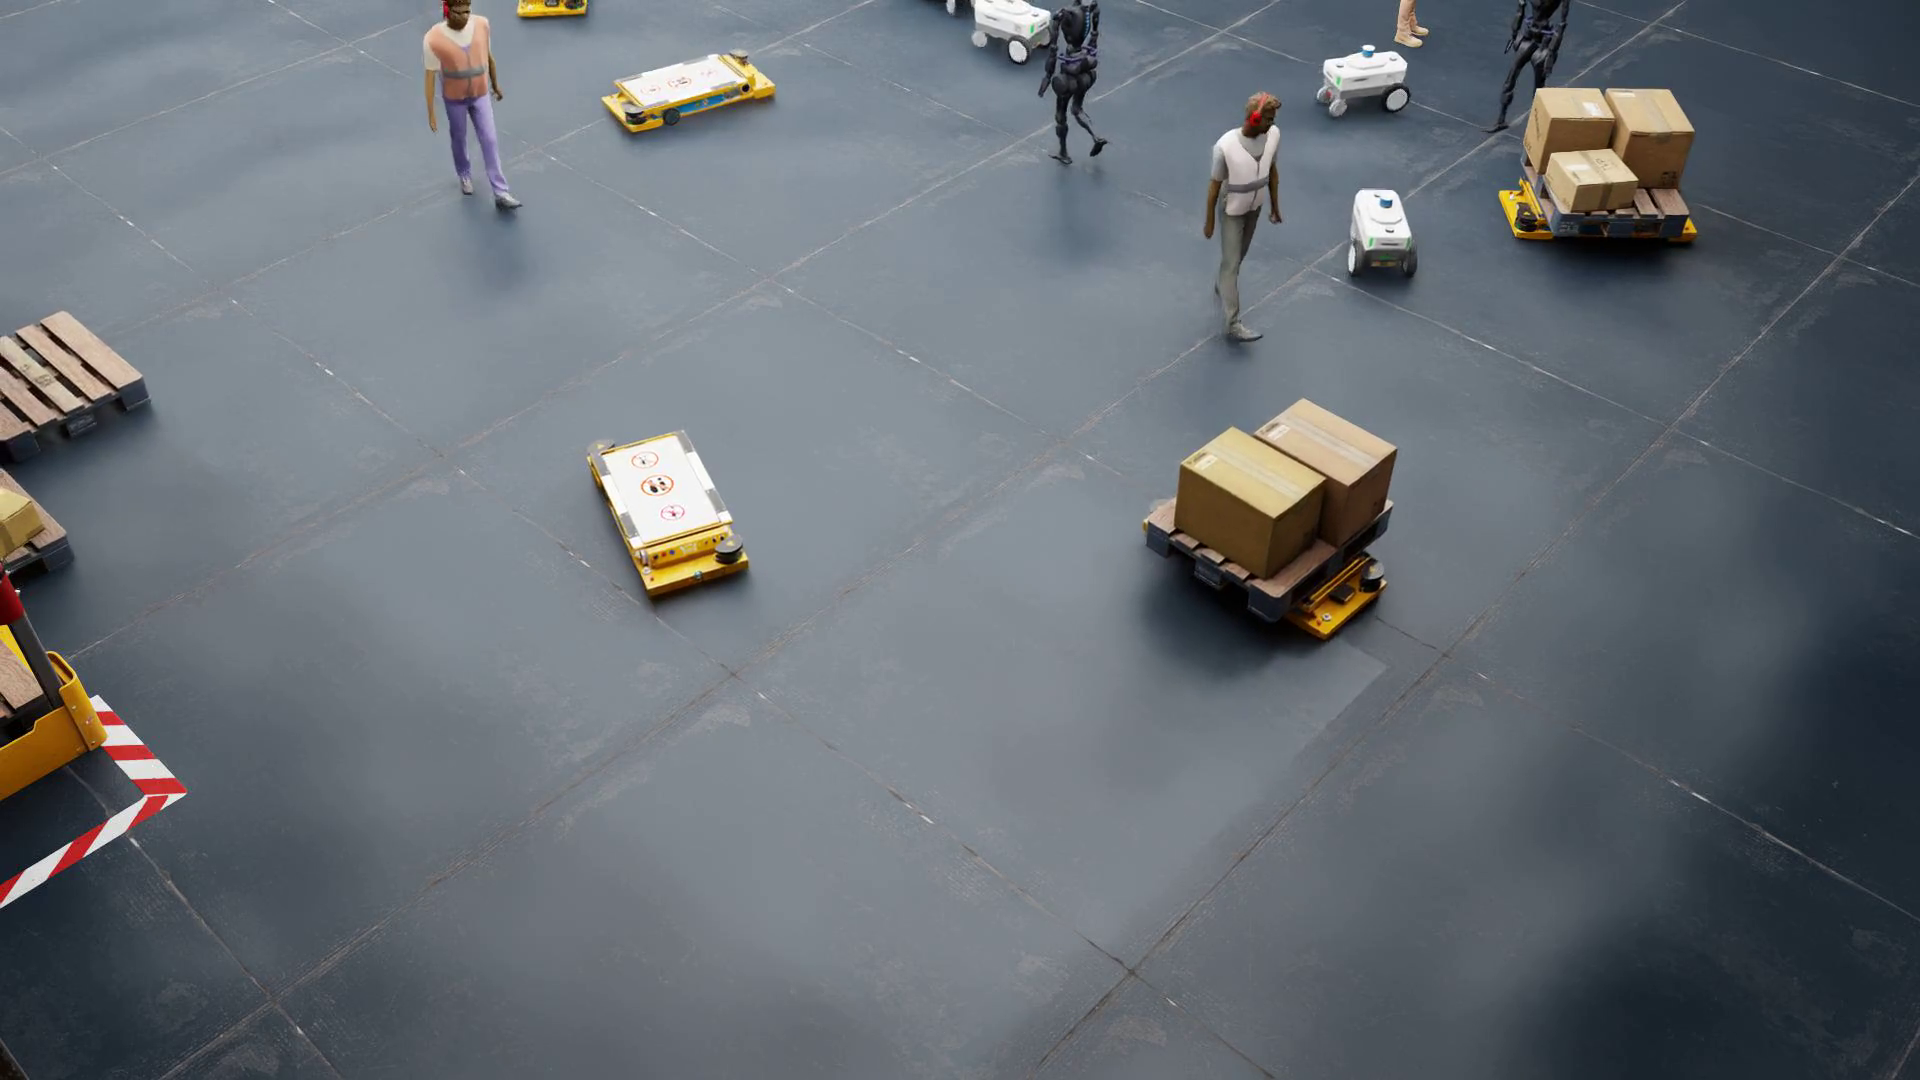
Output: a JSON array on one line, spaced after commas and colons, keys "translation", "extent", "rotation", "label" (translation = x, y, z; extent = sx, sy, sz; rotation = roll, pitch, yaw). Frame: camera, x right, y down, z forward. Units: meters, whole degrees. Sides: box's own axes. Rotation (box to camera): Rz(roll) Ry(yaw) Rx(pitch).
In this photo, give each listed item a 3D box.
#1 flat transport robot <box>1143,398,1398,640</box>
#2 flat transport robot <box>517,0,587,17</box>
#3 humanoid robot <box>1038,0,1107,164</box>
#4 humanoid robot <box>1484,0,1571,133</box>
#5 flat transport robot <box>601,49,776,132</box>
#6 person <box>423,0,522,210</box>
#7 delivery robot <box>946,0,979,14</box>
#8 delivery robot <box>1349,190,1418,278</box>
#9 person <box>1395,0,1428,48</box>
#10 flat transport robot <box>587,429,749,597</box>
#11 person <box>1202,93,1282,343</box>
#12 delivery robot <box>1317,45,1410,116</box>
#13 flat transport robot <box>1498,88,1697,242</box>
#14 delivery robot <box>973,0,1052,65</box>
[{"translation": [1.908, 0.060, 10.460], "extent": [0.659, 0.231, 1.431], "rotation": [-34, 52, -32], "label": "flat transport robot"}, {"translation": [-4.095, -5.687, 16.847], "extent": [0.659, 0.231, 1.431], "rotation": [-4, 42, -4], "label": "flat transport robot"}, {"translation": [0.978, -3.867, 13.776], "extent": [0.591, 1.644, 0.503], "rotation": [-31, 50, -30], "label": "humanoid robot"}, {"translation": [4.998, -4.283, 14.273], "extent": [0.749, 1.646, 0.593], "rotation": [-19, 45, -20], "label": "humanoid robot"}, {"translation": [-2.457, -4.068, 15.048], "extent": [1.431, 0.231, 0.659], "rotation": [-23, 47, -24], "label": "flat transport robot"}, {"translation": [-3.935, -3.498, 13.268], "extent": [0.711, 1.785, 0.932], "rotation": [-28, 49, -27], "label": "person"}, {"translation": [-0.116, -5.637, 16.591], "extent": [0.499, 0.613, 0.807], "rotation": [-20, 46, -21], "label": "delivery robot"}, {"translation": [3.291, -2.429, 12.993], "extent": [0.499, 0.570, 0.750], "rotation": [1, 42, 1], "label": "delivery robot"}, {"translation": [4.355, -5.509, 15.542], "extent": [0.321, 1.750, 0.473], "rotation": [18, 45, 19], "label": "person"}, {"translation": [-1.915, -0.225, 10.776], "extent": [0.659, 0.231, 1.431], "rotation": [-17, 45, -18], "label": "flat transport robot"}, {"translation": [2.096, -2.331, 11.982], "extent": [0.611, 1.789, 0.807], "rotation": [-26, 48, -26], "label": "person"}, {"translation": [3.633, -4.141, 14.909], "extent": [0.773, 0.586, 0.499], "rotation": [-10, 43, -11], "label": "delivery robot"}, {"translation": [5.172, -2.677, 13.502], "extent": [1.431, 0.231, 0.659], "rotation": [1, 42, 1], "label": "flat transport robot"}, {"translation": [0.496, -4.892, 15.732], "extent": [0.750, 0.570, 0.499], "rotation": [26, 48, 26], "label": "delivery robot"}]
